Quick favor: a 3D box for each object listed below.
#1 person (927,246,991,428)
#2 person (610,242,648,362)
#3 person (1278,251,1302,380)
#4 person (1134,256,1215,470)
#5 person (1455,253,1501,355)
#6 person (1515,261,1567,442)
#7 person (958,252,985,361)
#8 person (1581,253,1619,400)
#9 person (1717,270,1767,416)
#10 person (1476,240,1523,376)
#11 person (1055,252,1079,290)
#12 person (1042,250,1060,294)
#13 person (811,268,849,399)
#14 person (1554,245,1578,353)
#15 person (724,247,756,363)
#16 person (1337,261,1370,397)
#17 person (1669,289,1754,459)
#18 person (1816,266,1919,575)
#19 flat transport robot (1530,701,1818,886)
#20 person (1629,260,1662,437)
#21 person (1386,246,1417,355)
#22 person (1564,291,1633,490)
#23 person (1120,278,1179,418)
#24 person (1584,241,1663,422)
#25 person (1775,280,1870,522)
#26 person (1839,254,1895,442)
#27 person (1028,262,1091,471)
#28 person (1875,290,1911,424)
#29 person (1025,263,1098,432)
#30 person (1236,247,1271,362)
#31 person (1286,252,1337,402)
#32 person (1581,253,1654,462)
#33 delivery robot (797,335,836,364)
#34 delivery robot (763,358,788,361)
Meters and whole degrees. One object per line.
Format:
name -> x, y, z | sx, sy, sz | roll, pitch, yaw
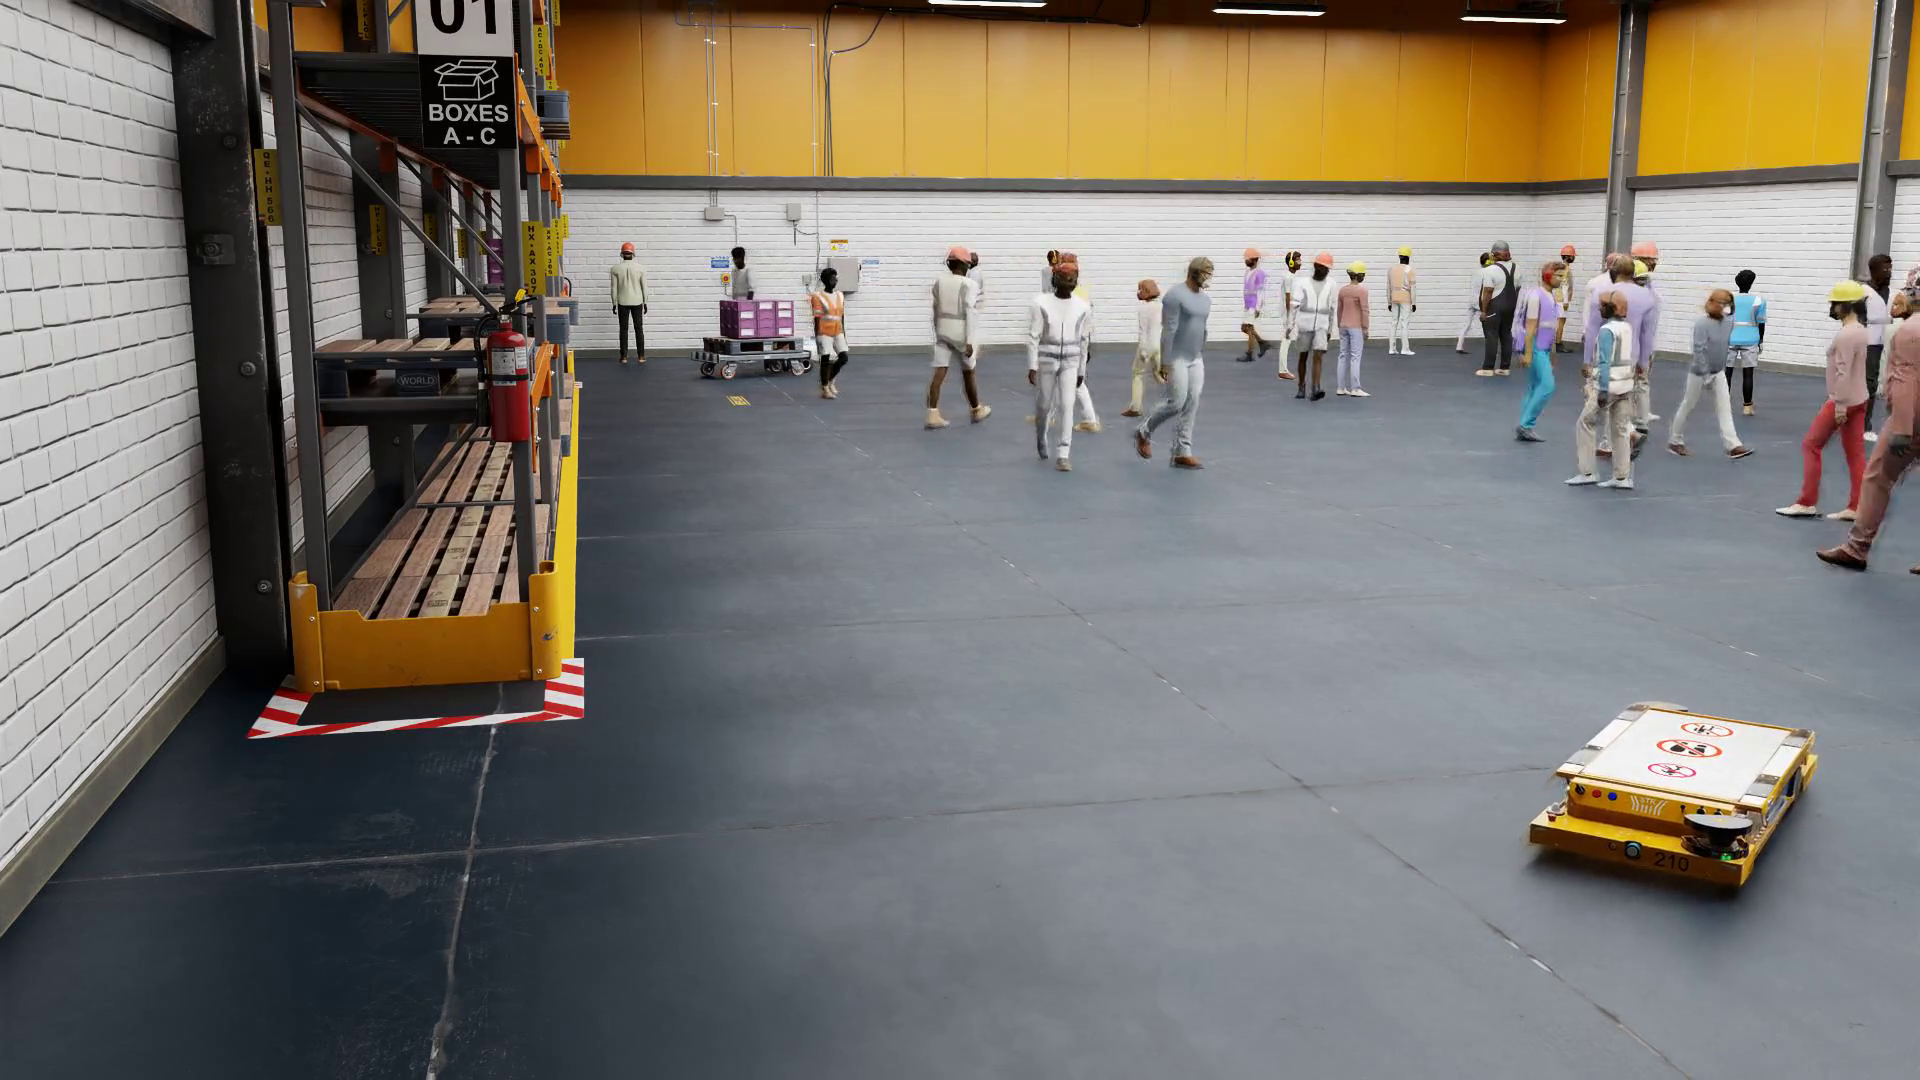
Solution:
person -> -0.045, -2.218, 18.182 | 0.616, 1.969, 1.108 | 7, 12, 33
person -> -5.514, -3.958, 27.766 | 0.612, 1.995, 0.382 | -3, 11, -14
person -> 4.854, -3.296, 24.437 | 0.332, 1.874, 0.520 | 3, 11, 14
person -> 1.935, -1.589, 14.906 | 0.625, 1.900, 0.705 | 10, 14, 44
person -> 9.274, -4.177, 29.498 | 0.541, 1.828, 0.720 | -5, 11, -26
person -> 5.857, -1.885, 16.751 | 0.481, 1.818, 0.599 | 7, 13, 35
person -> 0.201, -3.911, 27.958 | 0.437, 1.841, 0.640 | 0, 10, 2
person -> 8.024, -2.597, 20.573 | 0.684, 1.861, 0.938 | 2, 10, 12
person -> 9.053, -2.281, 19.298 | 0.537, 1.696, 0.318 | 6, 12, 29
person -> 8.058, -3.486, 25.020 | 0.683, 2.000, 0.538 | -5, 11, -26
person -> 1.456, -2.926, 22.391 | 0.428, 1.866, 0.598 | 2, 10, 12
person -> 1.609, -4.169, 29.318 | 0.332, 1.866, 0.515 | -5, 11, -24
person -> -1.666, -2.642, 21.329 | 0.549, 1.680, 0.371 | -10, 14, -43
person -> 10.968, -4.361, 30.158 | 0.362, 1.938, 0.545 | 2, 10, 11
person -> -3.635, -3.861, 27.415 | 0.683, 1.924, 0.627 | 10, 14, 44
person -> 5.143, -2.755, 21.732 | 0.325, 1.769, 0.524 | -6, 12, -30
person -> 6.989, -1.530, 15.459 | 0.521, 1.581, 0.916 | -4, 11, -20
person -> 5.753, -0.718, 10.143 | 0.680, 1.869, 0.890 | -6, 12, -28
flat transport robot -> 2.567, 0.851, 5.894 | 0.652, 0.197, 1.431 | 7, 13, 35
person -> 6.932, -1.961, 17.158 | 0.600, 1.829, 0.404 | -6, 12, -28
person -> 7.853, -4.248, 29.554 | 0.369, 1.928, 0.586 | -9, 14, -41
person -> 5.265, -1.228, 13.656 | 0.607, 1.616, 0.551 | 10, 14, 43
person -> 2.229, -2.187, 19.027 | 0.757, 1.605, 0.504 | 9, 14, 42
person -> 7.577, -2.358, 18.822 | 0.615, 2.024, 0.789 | -9, 14, -41
person -> 6.327, -1.008, 12.105 | 0.716, 1.735, 0.542 | 9, 14, 42
person -> 9.225, -1.955, 16.936 | 0.607, 1.896, 0.594 | -7, 12, -33
person -> 0.876, -1.578, 14.996 | 0.586, 1.850, 0.894 | -1, 10, -7
person -> 8.087, -1.316, 14.157 | 0.512, 1.617, 0.438 | -3, 11, -18
person -> 1.104, -2.046, 17.755 | 0.946, 1.799, 0.632 | 6, 12, 29
person -> 4.946, -3.940, 27.888 | 0.584, 1.920, 0.544 | -3, 11, -17
person -> 4.456, -2.701, 21.112 | 0.654, 1.866, 1.000 | 1, 10, 3
person -> 6.024, -1.640, 15.131 | 0.630, 1.919, 0.797 | -3, 11, -16
delivery robot -> -2.258, -2.929, 25.794 | 0.707, 0.478, 0.477 | -5, 11, -24
delivery robot -> -2.871, -2.985, 26.105 | 0.477, 0.478, 0.707 | 1, 10, 4
